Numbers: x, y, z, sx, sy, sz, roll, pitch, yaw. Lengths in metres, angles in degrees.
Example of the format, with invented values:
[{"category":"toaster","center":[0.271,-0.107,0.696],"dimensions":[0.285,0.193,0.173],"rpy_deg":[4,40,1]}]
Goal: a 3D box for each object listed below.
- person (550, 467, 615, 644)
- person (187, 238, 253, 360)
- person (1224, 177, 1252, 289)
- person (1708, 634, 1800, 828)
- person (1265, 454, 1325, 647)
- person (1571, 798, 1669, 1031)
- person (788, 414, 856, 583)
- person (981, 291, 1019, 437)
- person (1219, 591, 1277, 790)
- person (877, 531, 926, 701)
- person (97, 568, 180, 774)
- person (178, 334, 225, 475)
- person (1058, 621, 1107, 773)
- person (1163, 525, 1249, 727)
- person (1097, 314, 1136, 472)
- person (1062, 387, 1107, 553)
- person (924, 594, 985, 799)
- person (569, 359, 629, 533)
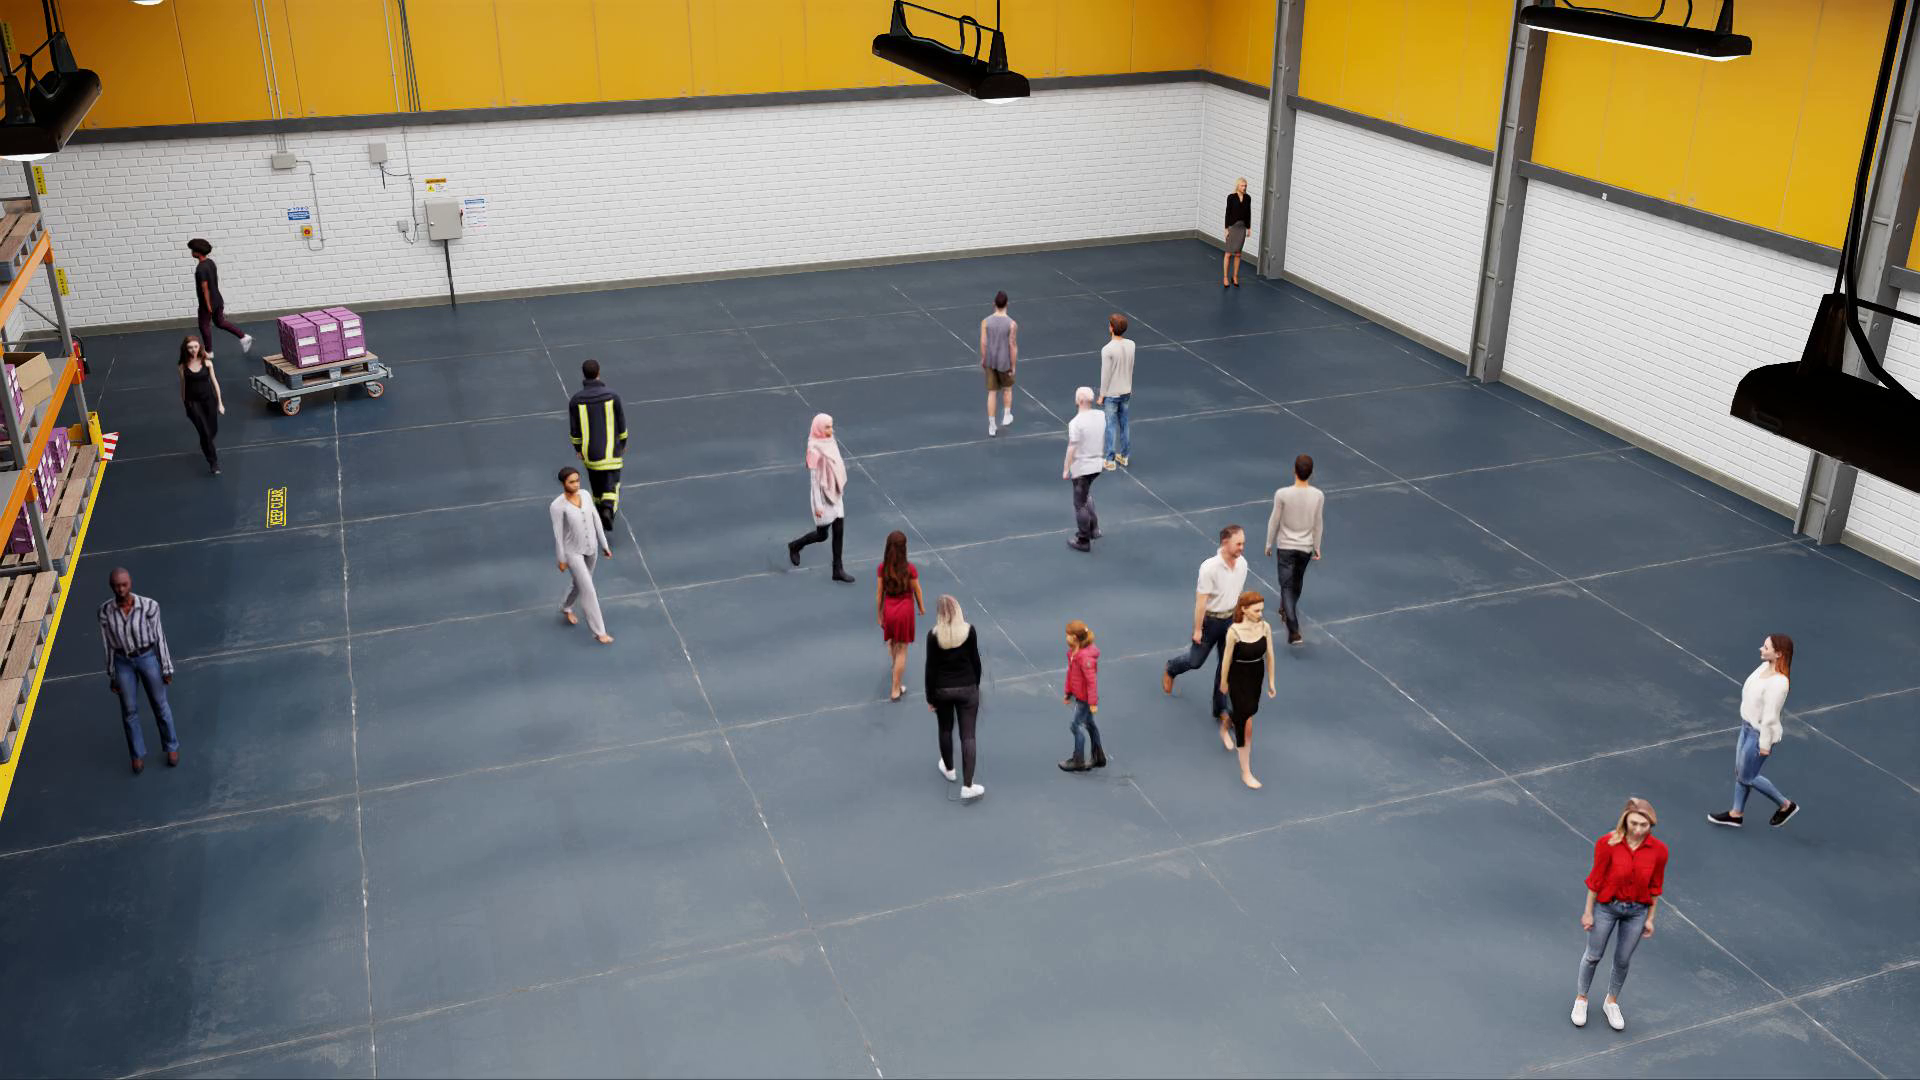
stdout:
[{"category":"person","center":[-3.689,0.087,15.895],"dimensions":[1.214,1.713,1.037],"rpy_deg":[17,29,34]},{"category":"person","center":[-10.741,-3.474,23.987],"dimensions":[0.903,1.758,1.059],"rpy_deg":[-1,24,-2]},{"category":"person","center":[4.580,-5.110,27.627],"dimensions":[0.628,1.839,0.566],"rpy_deg":[-6,24,-13]},{"category":"person","center":[6.182,1.496,12.714],"dimensions":[0.938,1.680,0.902],"rpy_deg":[7,25,16]},{"category":"person","center":[3.162,0.126,15.659],"dimensions":[0.920,1.831,1.262],"rpy_deg":[-1,24,-3]},{"category":"person","center":[4.231,2.381,10.661],"dimensions":[0.694,1.702,0.686],"rpy_deg":[4,24,9]},{"category":"person","center":[-1.444,-0.420,16.961],"dimensions":[1.097,1.788,0.997],"rpy_deg":[13,27,27]},{"category":"person","center":[0.471,-2.206,21.006],"dimensions":[0.872,1.821,1.007],"rpy_deg":[3,24,6]},{"category":"person","center":[2.312,1.135,13.673],"dimensions":[0.582,1.572,1.093],"rpy_deg":[-9,25,-19]},{"category":"person","center":[-0.551,0.687,14.761],"dimensions":[0.883,1.522,1.029],"rpy_deg":[6,24,13]},{"category":"person","center":[-6.720,1.041,13.615],"dimensions":[0.628,1.791,0.517],"rpy_deg":[-8,25,-18]},{"category":"person","center":[-9.102,-1.651,19.880],"dimensions":[0.736,1.705,1.041],"rpy_deg":[-14,27,-30]},{"category":"person","center":[1.074,1.304,13.646],"dimensions":[0.704,1.285,0.652],"rpy_deg":[-7,25,-16]},{"category":"person","center":[2.152,0.685,14.392],"dimensions":[0.747,1.821,1.119],"rpy_deg":[-8,25,-19]},{"category":"person","center":[1.878,-1.771,19.906],"dimensions":[0.718,1.904,0.680],"rpy_deg":[-16,28,-33]},{"category":"person","center":[1.391,-0.728,17.622],"dimensions":[0.808,1.824,0.799],"rpy_deg":[21,32,40]},{"category":"person","center":[-0.027,1.265,13.270],"dimensions":[0.745,1.657,0.942],"rpy_deg":[-1,24,-3]},{"category":"person","center":[-3.920,-0.998,18.144],"dimensions":[0.955,1.900,1.200],"rpy_deg":[-2,24,-5]}]
